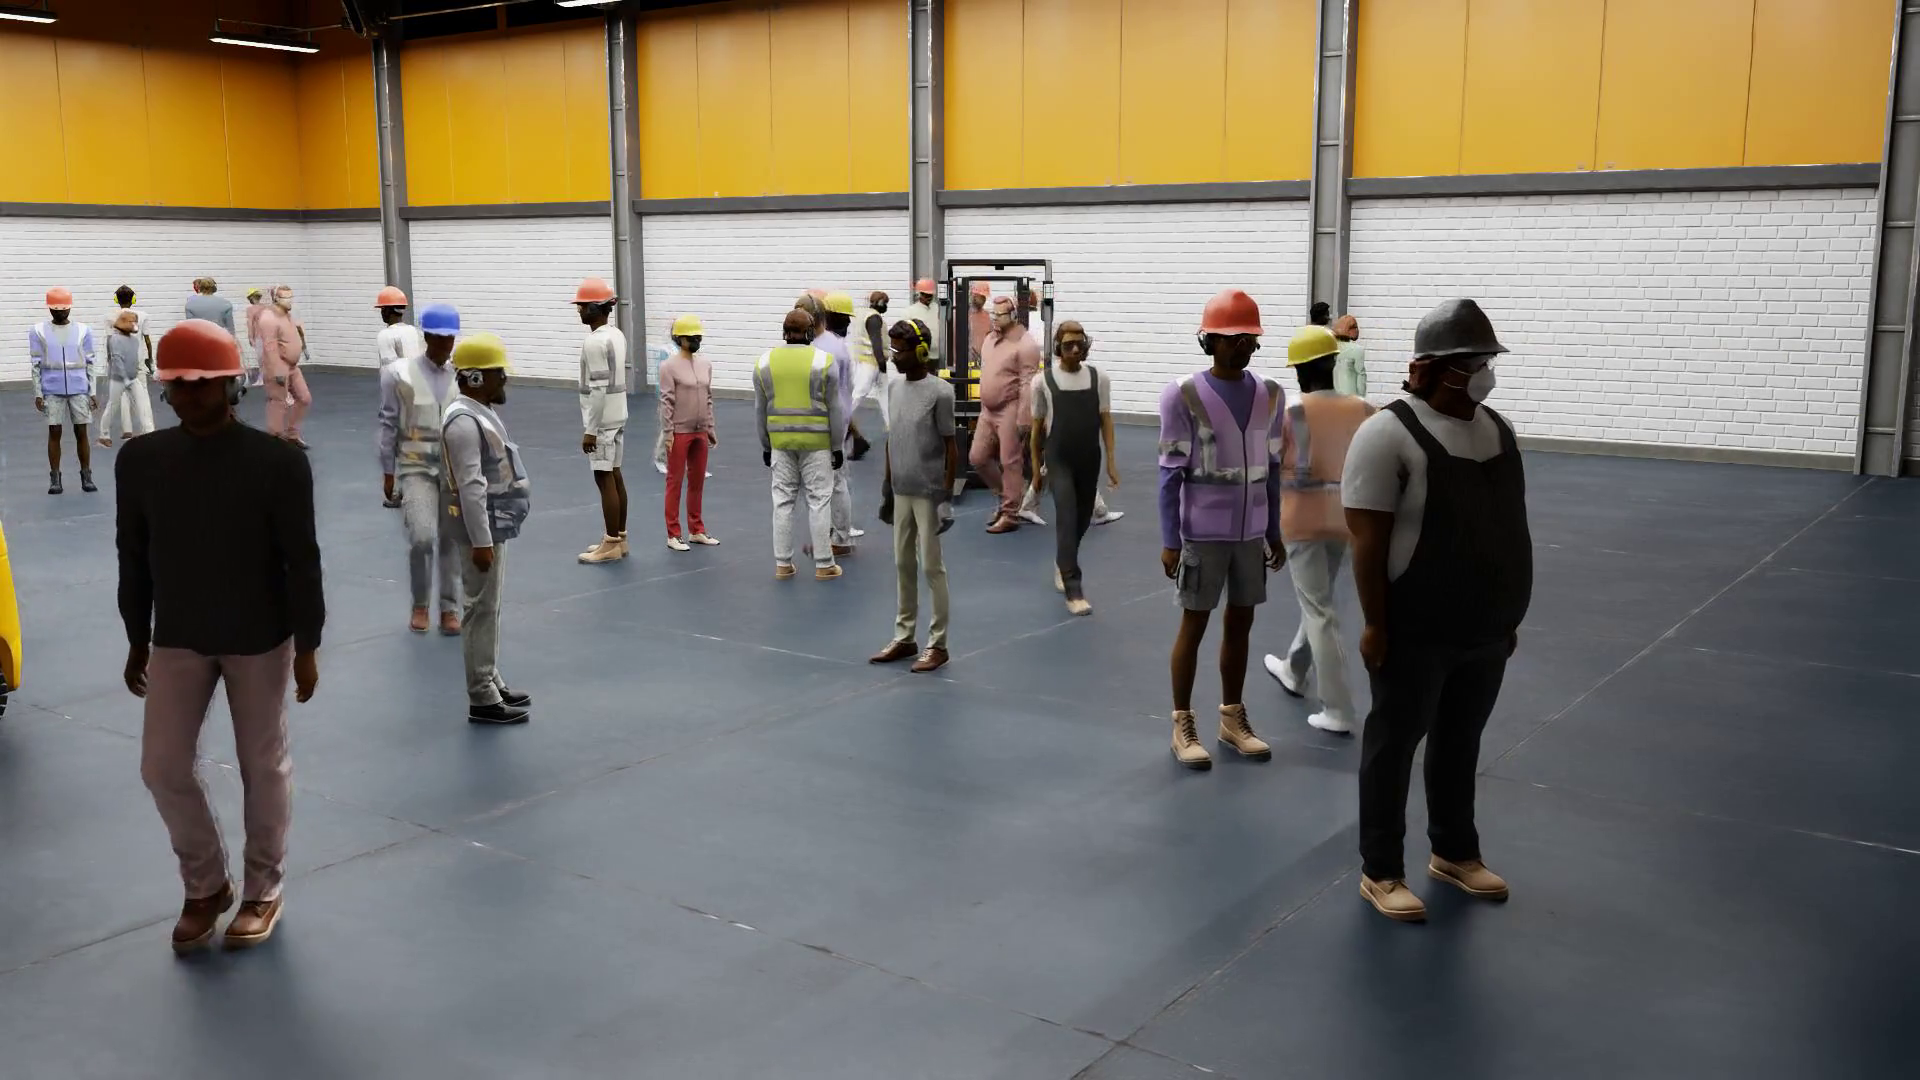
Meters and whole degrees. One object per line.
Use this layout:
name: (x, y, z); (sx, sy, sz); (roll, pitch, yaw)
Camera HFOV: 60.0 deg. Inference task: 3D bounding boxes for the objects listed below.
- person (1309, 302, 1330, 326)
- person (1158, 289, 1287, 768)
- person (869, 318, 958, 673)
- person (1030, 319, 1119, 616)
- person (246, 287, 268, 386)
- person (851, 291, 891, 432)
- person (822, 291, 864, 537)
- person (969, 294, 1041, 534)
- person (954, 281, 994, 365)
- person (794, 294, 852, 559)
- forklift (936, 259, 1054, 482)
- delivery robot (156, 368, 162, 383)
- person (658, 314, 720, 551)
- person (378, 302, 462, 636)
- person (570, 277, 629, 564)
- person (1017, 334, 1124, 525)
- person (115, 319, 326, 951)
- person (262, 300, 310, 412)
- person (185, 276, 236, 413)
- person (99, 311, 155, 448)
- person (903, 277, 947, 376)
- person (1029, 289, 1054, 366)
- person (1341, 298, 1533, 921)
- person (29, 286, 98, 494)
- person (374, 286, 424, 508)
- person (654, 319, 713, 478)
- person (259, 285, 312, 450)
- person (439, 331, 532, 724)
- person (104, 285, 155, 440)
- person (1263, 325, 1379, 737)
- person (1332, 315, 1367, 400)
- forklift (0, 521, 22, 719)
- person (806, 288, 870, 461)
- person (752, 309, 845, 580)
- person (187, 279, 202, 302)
person: (4.121, -1.914, 19.310); (0.320, 1.690, 0.524); (1, 10, 7)
person: (1.142, -0.045, 7.123); (0.615, 2.041, 0.376); (-4, 10, -24)
person: (-0.232, -0.232, 8.786); (0.329, 1.861, 0.523); (-9, 13, -44)
person: (0.688, -0.486, 10.465); (0.518, 1.817, 0.925); (-3, 10, -15)
person: (-11.898, -3.468, 28.487); (0.788, 1.714, 0.582); (3, 10, 19)
person: (-1.157, -2.242, 20.977); (0.923, 1.792, 0.706); (0, 10, -2)
person: (-0.979, -0.986, 13.086); (0.371, 1.923, 0.586); (-3, 10, -19)
person: (0.349, -0.994, 13.202); (0.422, 1.893, 0.677); (-7, 12, -36)
person: (0.110, -2.042, 19.234); (0.640, 1.966, 0.656); (-8, 12, -38)
person: (-1.002, -0.802, 11.992); (0.478, 1.919, 0.642); (-5, 11, -27)
forklift: (0.370, -1.738, 16.759); (1.214, 2.155, 2.313); (1, 10, 3)
delivery robot: (-12.946, -2.791, 27.623); (0.707, 0.478, 0.477); (-1, 10, -8)
person: (-2.032, -0.809, 12.501); (0.310, 1.769, 0.522); (7, 12, 35)
person: (-2.969, -0.388, 9.511); (0.626, 1.923, 0.496); (-6, 11, -30)
person: (-2.576, -0.848, 11.908); (0.371, 2.044, 0.607); (0, 10, 2)
person: (0.879, -0.901, 13.586); (0.880, 1.580, 0.562); (0, 10, 1)
person: (-2.302, 0.316, 5.147); (0.644, 1.980, 0.518); (-1, 10, -5)
person: (-9.665, -2.728, 23.811); (0.545, 1.816, 1.004); (-8, 12, -38)
person: (-10.627, -2.764, 23.625); (0.628, 1.940, 0.378); (-4, 10, -21)
person: (-9.606, -1.839, 19.184); (0.904, 1.581, 0.503); (2, 10, 14)
person: (-0.477, -2.371, 21.243); (0.665, 1.957, 0.790); (-6, 11, -32)
person: (0.857, -2.016, 19.501); (0.591, 1.849, 0.935); (-3, 10, -15)
person: (1.624, 0.228, 5.508); (0.686, 2.000, 0.538); (-5, 11, -28)
person: (-8.334, -1.394, 15.502); (0.542, 1.929, 0.368); (-6, 11, -31)
person: (-4.932, -1.248, 14.601); (0.375, 1.935, 0.551); (3, 10, 15)
person: (-2.840, -1.440, 16.757); (0.530, 1.598, 0.849); (-9, 13, -42)
person: (-7.605, -1.926, 18.769); (0.543, 1.887, 0.678); (0, 10, 2)
person: (-2.225, -0.060, 7.832); (0.404, 1.835, 0.590); (-2, 10, -11)
person: (-10.046, -2.142, 20.129); (0.521, 1.870, 0.319); (-5, 11, -28)
person: (1.650, -0.074, 7.854); (0.583, 1.863, 0.990); (-4, 10, -21)
person: (3.764, -1.383, 16.305); (0.279, 1.634, 0.499); (-9, 13, -42)
forklift: (-5.296, -0.090, 6.943); (1.214, 2.155, 2.313); (7, 12, 35)
person: (-1.391, -1.742, 17.732); (0.974, 1.890, 0.548); (-8, 12, -38)
person: (-1.071, -0.638, 11.268); (0.625, 1.841, 0.429); (2, 10, 13)
person: (-13.549, -3.757, 29.834); (0.390, 1.840, 0.565); (7, 12, 34)
